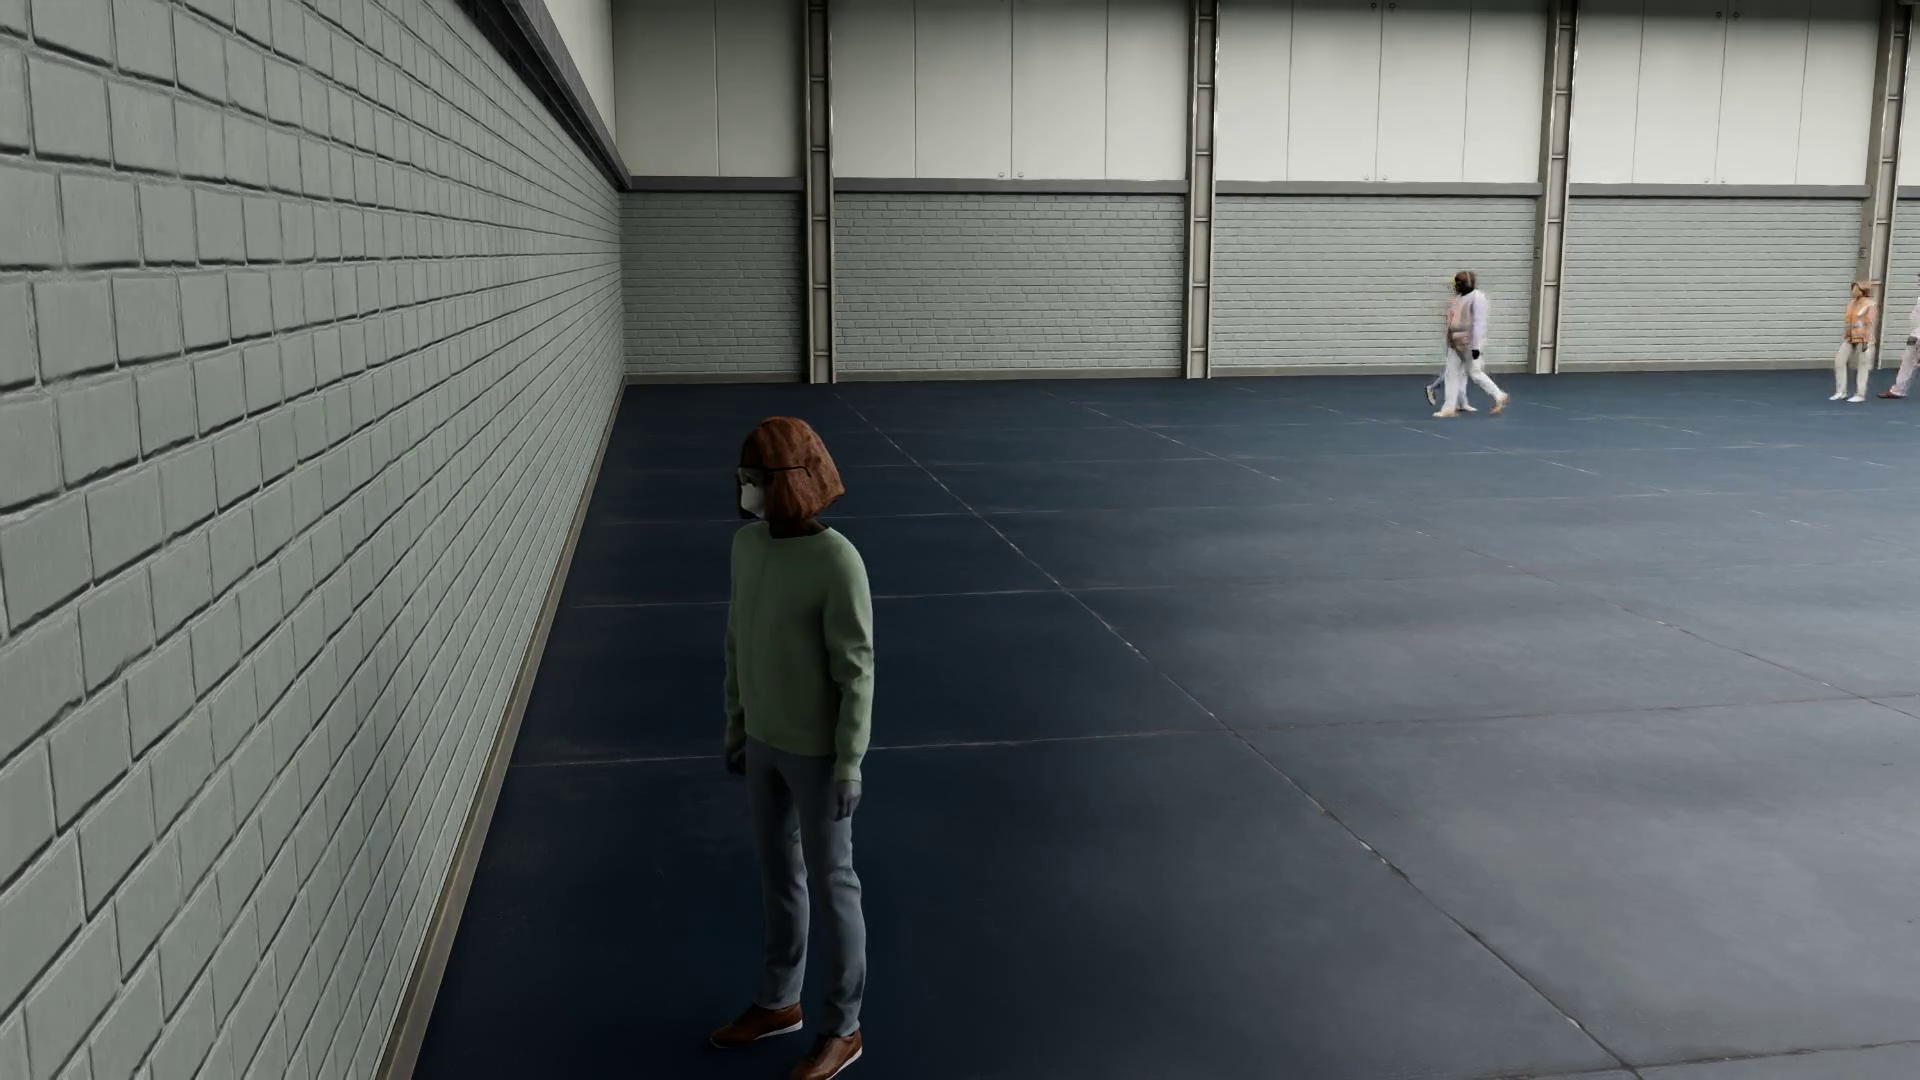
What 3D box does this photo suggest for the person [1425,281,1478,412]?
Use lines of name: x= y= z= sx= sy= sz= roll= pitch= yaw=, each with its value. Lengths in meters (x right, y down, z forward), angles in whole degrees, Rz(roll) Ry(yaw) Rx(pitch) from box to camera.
person: x=6.271 y=-2.498 z=21.034 sx=0.560 sy=1.752 sz=0.536 roll=9 pitch=13 yaw=41

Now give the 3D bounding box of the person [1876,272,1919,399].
person: x=13.143 y=-2.802 z=22.549 sx=1.032 sy=1.854 sz=0.632 roll=5 pitch=11 yaw=27

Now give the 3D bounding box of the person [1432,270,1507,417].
person: x=6.256 y=-2.387 z=20.312 sx=0.851 sy=1.812 sz=0.637 roll=-2 pitch=10 yaw=-13

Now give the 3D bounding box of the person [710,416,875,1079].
person: x=-0.409 y=0.511 z=4.070 sx=0.285 sy=1.634 sz=0.499 roll=-9 pitch=13 yaw=-42

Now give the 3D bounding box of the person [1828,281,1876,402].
person: x=11.933 y=-2.647 z=22.255 sx=0.560 sy=1.620 sz=0.540 roll=-2 pitch=10 yaw=-13
